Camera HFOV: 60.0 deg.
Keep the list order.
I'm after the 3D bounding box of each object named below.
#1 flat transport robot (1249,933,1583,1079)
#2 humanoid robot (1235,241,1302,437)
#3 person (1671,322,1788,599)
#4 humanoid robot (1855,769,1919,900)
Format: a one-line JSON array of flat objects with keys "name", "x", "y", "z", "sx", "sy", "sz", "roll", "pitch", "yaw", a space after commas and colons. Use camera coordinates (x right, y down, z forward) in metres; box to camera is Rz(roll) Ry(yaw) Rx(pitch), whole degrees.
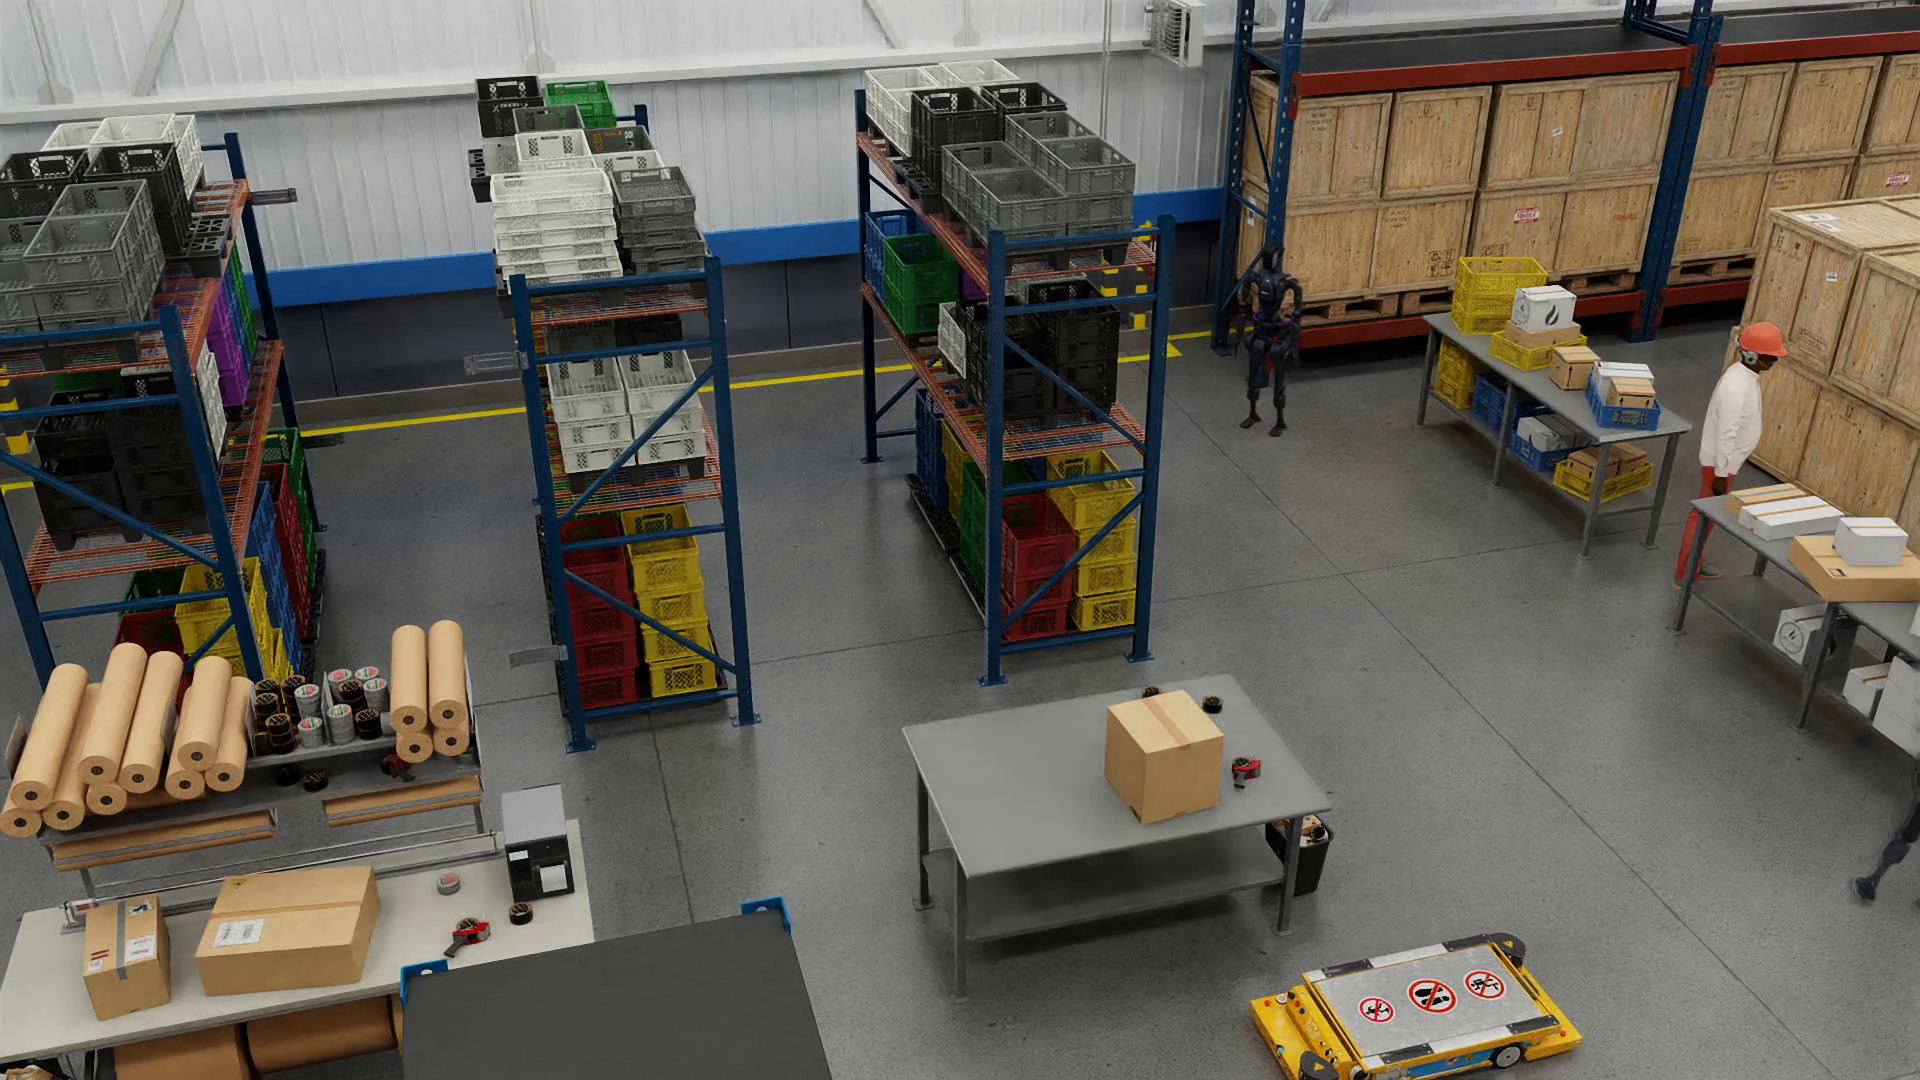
[{"name": "flat transport robot", "x": 2.184, "y": 2.282, "z": 7.980, "sx": 1.431, "sy": 0.197, "sz": 0.652, "roll": -8, "pitch": 30, "yaw": -14}, {"name": "humanoid robot", "x": 2.563, "y": -1.666, "z": 13.728, "sx": 0.596, "sy": 1.645, "sz": 0.323, "roll": 19, "pitch": 34, "yaw": 31}, {"name": "person", "x": 5.258, "y": -0.557, "z": 11.383, "sx": 0.394, "sy": 1.992, "sz": 0.618, "roll": 15, "pitch": 32, "yaw": 25}, {"name": "humanoid robot", "x": 5.078, "y": 1.221, "z": 8.514, "sx": 0.582, "sy": 1.637, "sz": 0.593, "roll": -8, "pitch": 30, "yaw": -14}]
